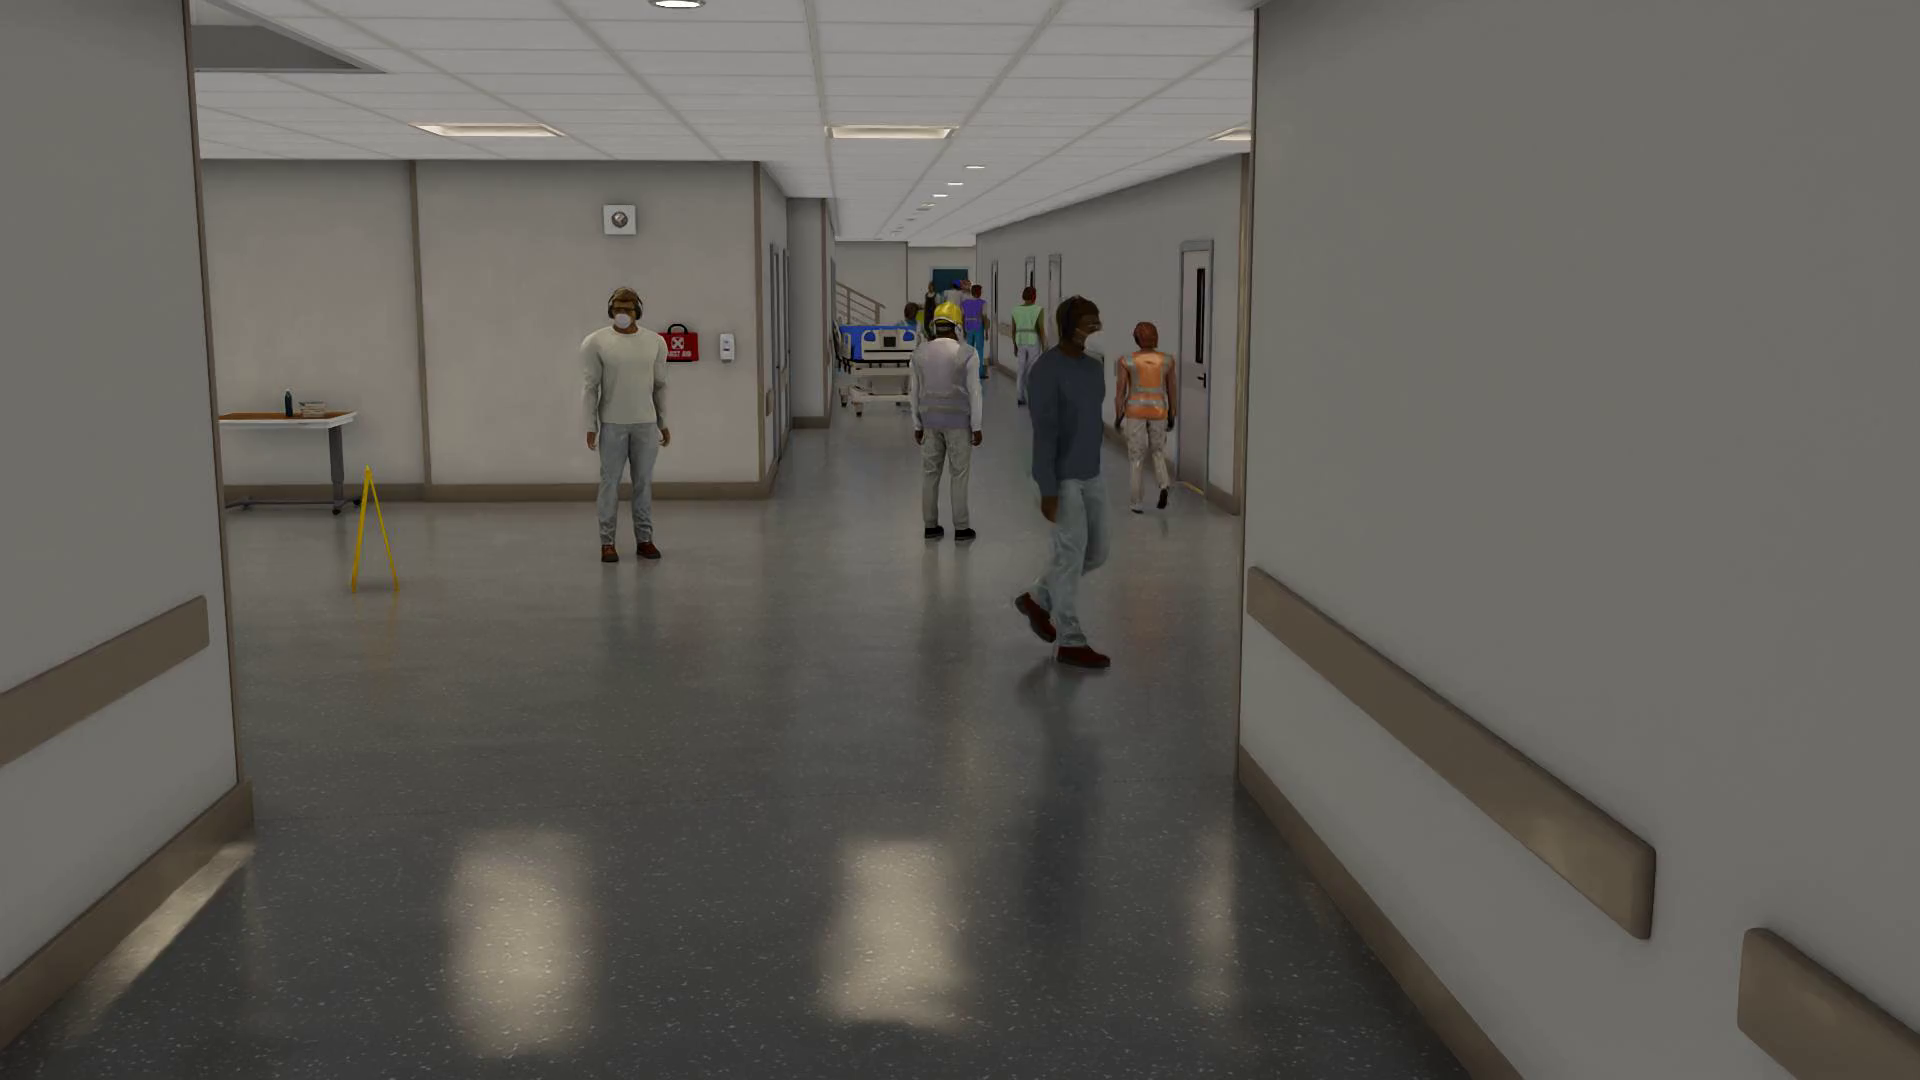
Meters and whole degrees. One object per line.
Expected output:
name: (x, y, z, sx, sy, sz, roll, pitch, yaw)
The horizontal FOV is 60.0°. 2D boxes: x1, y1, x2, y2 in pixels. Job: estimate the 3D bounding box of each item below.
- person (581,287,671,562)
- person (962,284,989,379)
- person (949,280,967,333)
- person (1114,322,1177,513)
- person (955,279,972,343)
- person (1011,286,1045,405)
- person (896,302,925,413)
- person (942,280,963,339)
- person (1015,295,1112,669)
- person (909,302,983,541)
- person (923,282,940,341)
person: (-2.360, -0.814, 11.796, 0.635, 1.935, 0.349, -5, 10, -28)
person: (0.291, -4.073, 32.551, 0.573, 1.841, 0.374, 6, 11, 31)
person: (-0.139, -7.310, 52.822, 0.786, 1.862, 0.589, -5, 10, -27)
person: (1.586, -1.034, 14.140, 0.530, 1.625, 0.405, -1, 9, -7)
person: (0.191, -5.977, 44.301, 0.650, 1.907, 0.409, -6, 11, -35)
person: (1.064, -3.017, 25.909, 0.564, 1.846, 0.390, 5, 10, 27)
person: (-0.727, -2.682, 24.519, 0.519, 1.625, 0.359, -5, 10, -30)
person: (-0.231, -6.179, 45.617, 0.716, 1.900, 0.402, 1, 9, 9)
person: (0.539, -0.306, 8.647, 0.579, 1.923, 0.641, 7, 11, 36)
person: (-0.095, -0.903, 12.722, 0.590, 1.824, 0.403, 4, 10, 25)
person: (-0.819, -6.398, 47.157, 0.537, 1.835, 0.400, 5, 10, 28)
